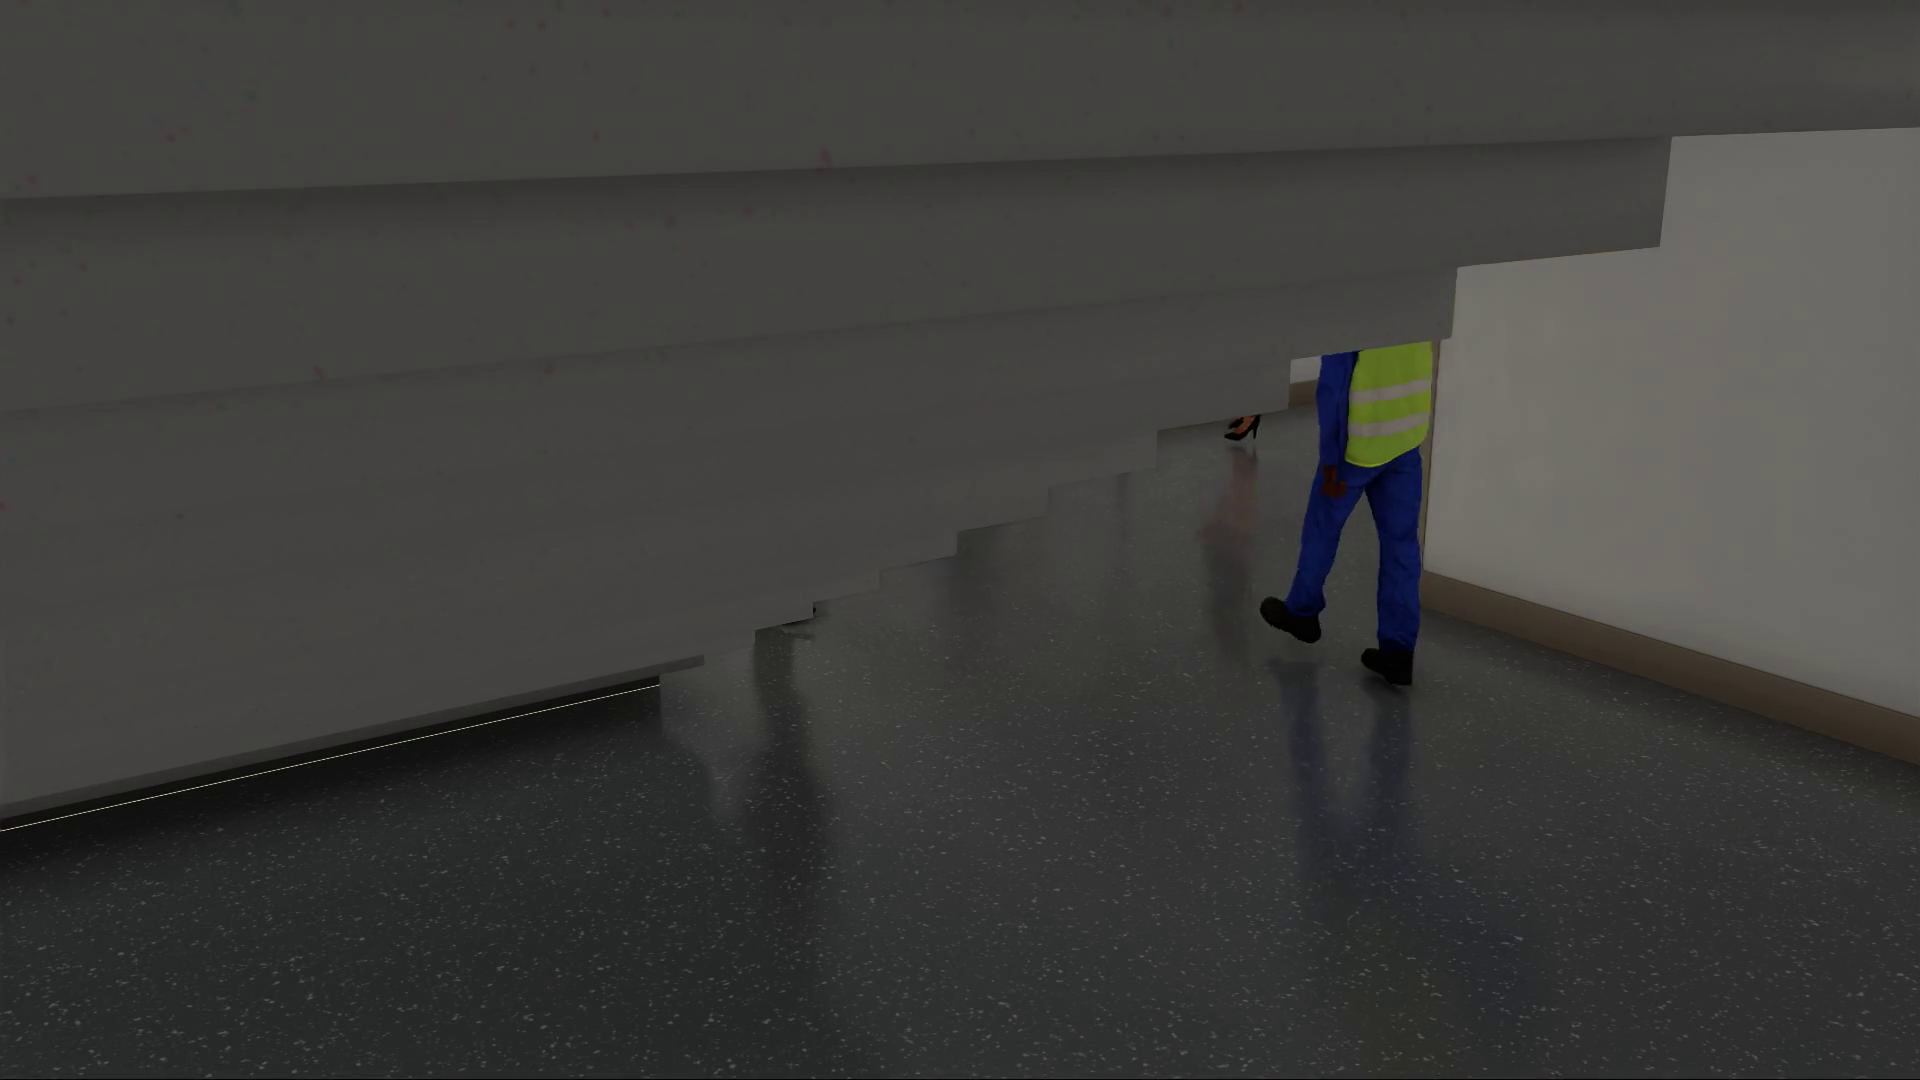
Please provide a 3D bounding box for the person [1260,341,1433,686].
[{"bbox_3d":[1.596,-0.323,6.241,0.827,1.779,1.118,-6,17,-21],"label":"person"}]
